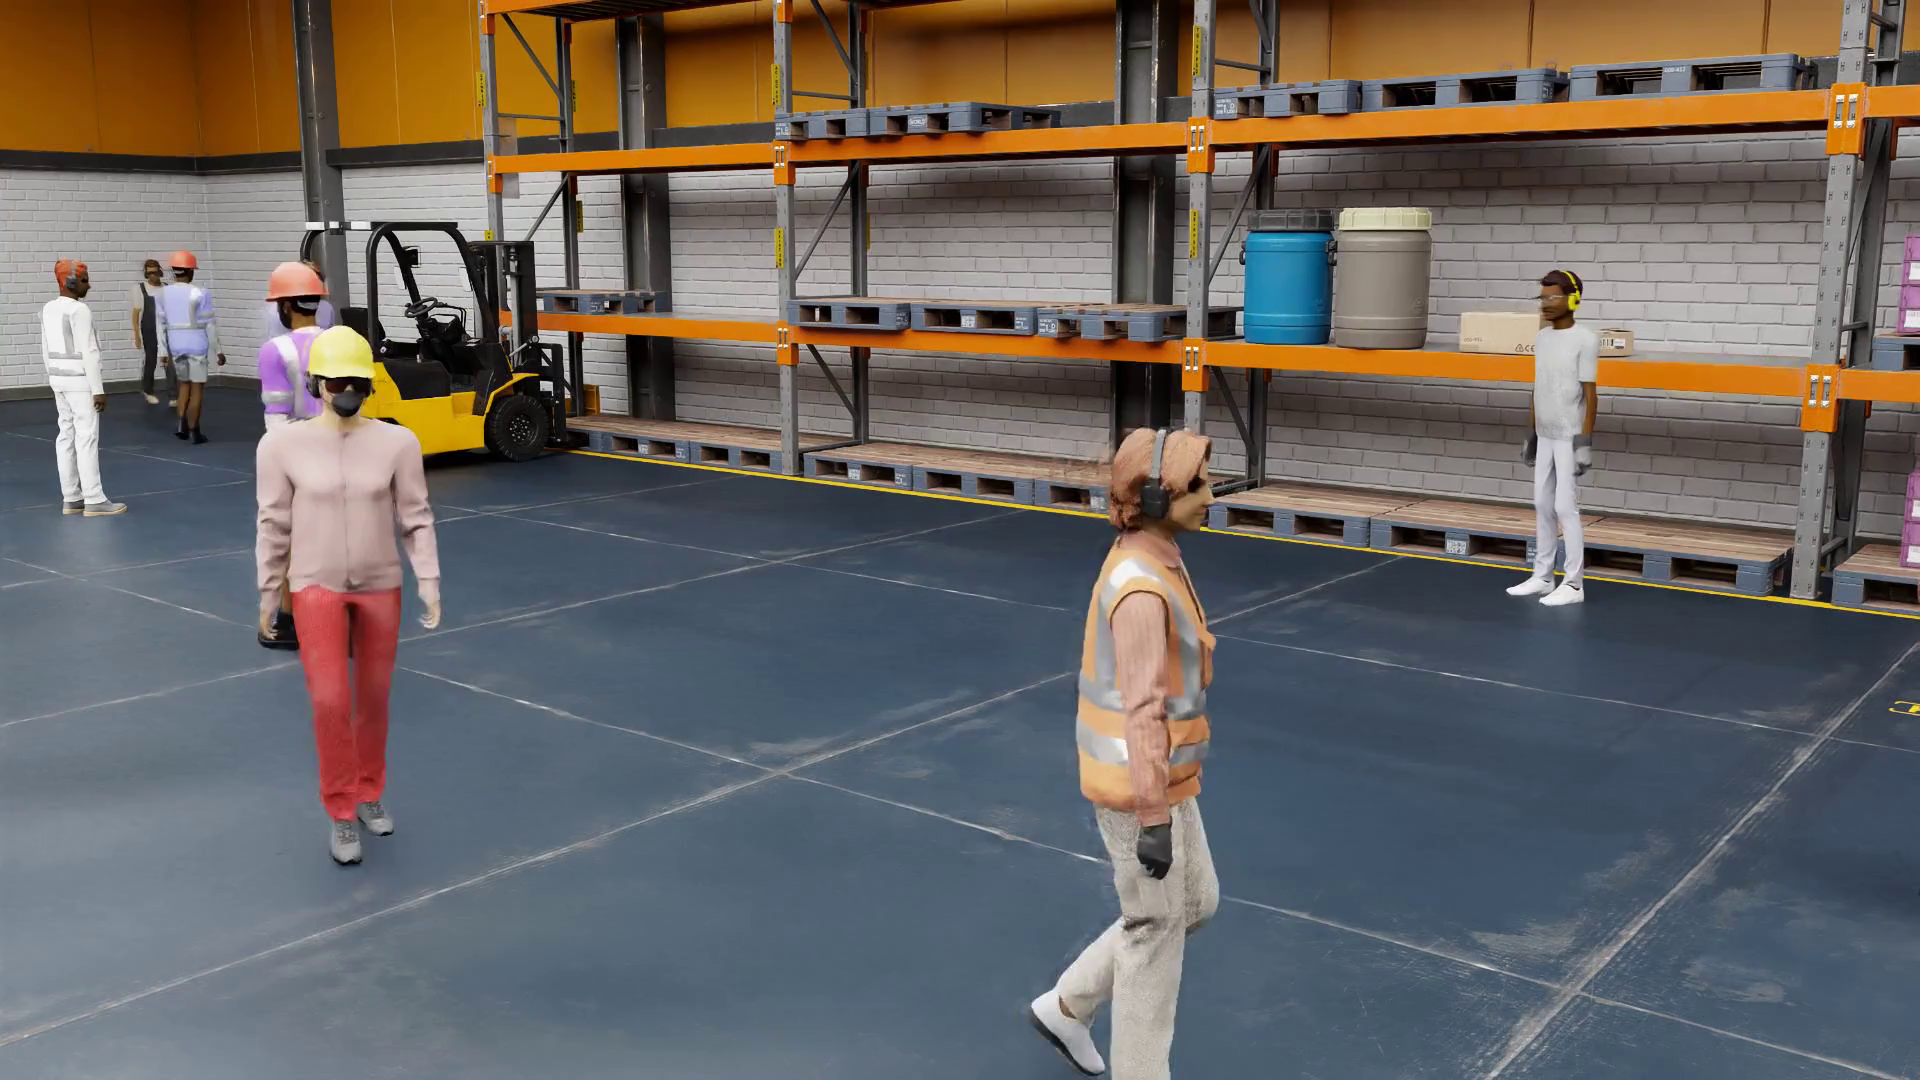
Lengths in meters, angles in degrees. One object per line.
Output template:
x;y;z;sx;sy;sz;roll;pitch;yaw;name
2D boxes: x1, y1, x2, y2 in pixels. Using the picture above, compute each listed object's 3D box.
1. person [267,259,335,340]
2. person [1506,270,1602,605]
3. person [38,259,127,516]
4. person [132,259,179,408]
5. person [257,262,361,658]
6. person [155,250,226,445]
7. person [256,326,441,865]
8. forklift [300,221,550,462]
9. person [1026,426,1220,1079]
-5.145;-1.257;13.067;1.063;1.880;0.632;3;11;17;person
3.337;-0.566;9.280;0.321;1.860;0.527;-3;11;-17;person
-6.492;-1.116;12.242;0.572;1.886;0.354;6;12;32;person
-9.778;-2.512;20.260;0.564;1.799;0.946;-7;13;-35;person
-3.196;-0.392;8.146;0.782;1.905;0.572;8;13;39;person
-7.630;-1.904;16.510;0.554;1.920;0.426;1;10;7;person
-1.987;0.180;5.456;0.558;1.743;0.671;-6;12;-31;person
-4.922;-1.741;14.854;1.214;2.155;2.313;8;13;38;forklift
0.411;0.552;3.719;0.402;1.623;0.532;2;10;9;person
